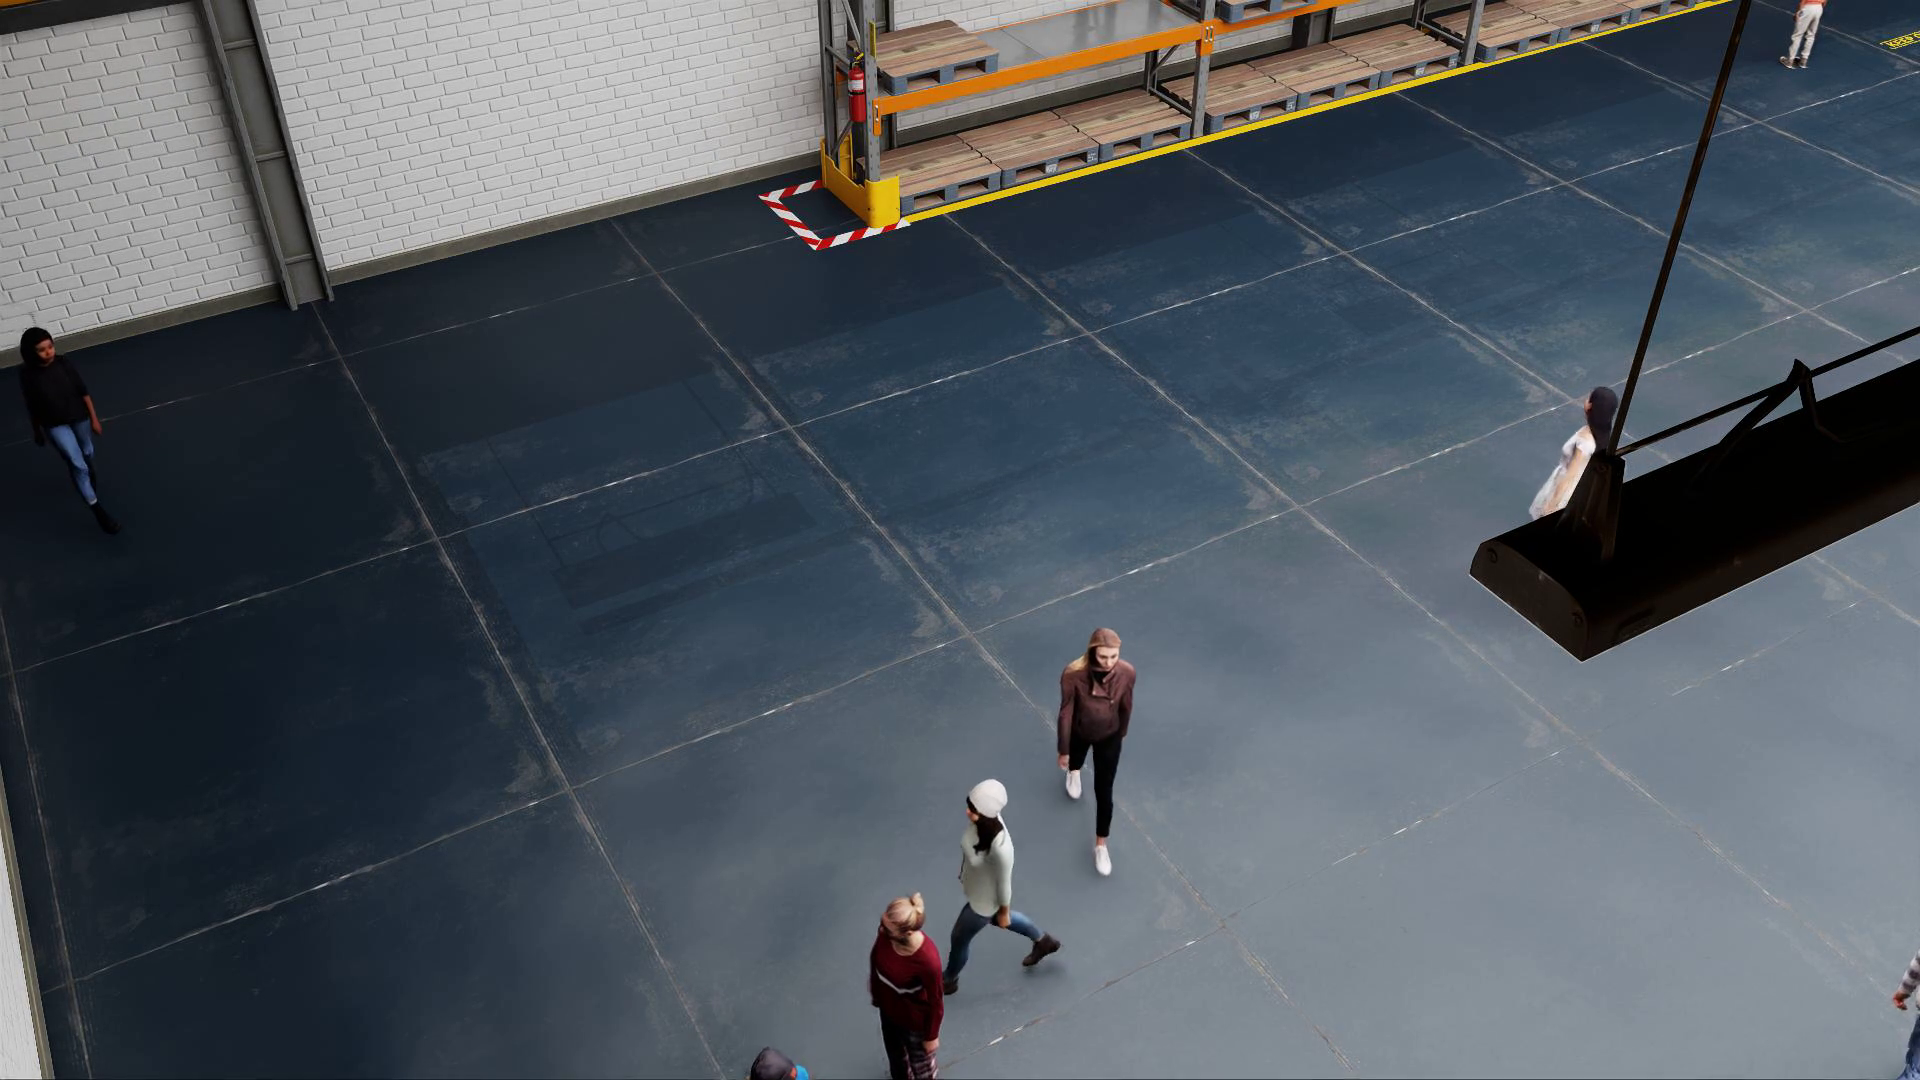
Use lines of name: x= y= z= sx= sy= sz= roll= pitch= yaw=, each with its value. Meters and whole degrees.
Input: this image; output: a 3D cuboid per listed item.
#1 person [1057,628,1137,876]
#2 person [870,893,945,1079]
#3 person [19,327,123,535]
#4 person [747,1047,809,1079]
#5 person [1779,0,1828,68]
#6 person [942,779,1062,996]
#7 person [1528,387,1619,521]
person: x=0.776 y=1.128 z=10.019 sx=1.136 sy=1.667 sz=1.025 roll=-1 pitch=39 yaw=-1
person: x=-0.268 y=2.366 z=8.442 sx=0.574 sy=1.701 sz=0.657 roll=-31 pitch=48 yaw=-33
person: x=-6.784 y=-0.906 z=12.577 sx=1.171 sy=1.653 sz=0.869 roll=-28 pitch=46 yaw=-31
person: x=-0.934 y=2.877 z=7.742 sx=0.894 sy=1.776 sz=0.944 roll=25 pitch=45 yaw=28
person: x=9.962 y=-6.192 z=19.471 sx=0.508 sy=1.310 sz=0.600 roll=-5 pitch=39 yaw=-6
person: x=0.211 y=1.898 z=9.099 sx=1.150 sy=1.612 sz=0.752 roll=-11 pitch=40 yaw=-13
person: x=4.285 y=-0.280 z=11.707 sx=0.822 sy=1.760 sz=0.702 roll=18 pitch=42 yaw=21
